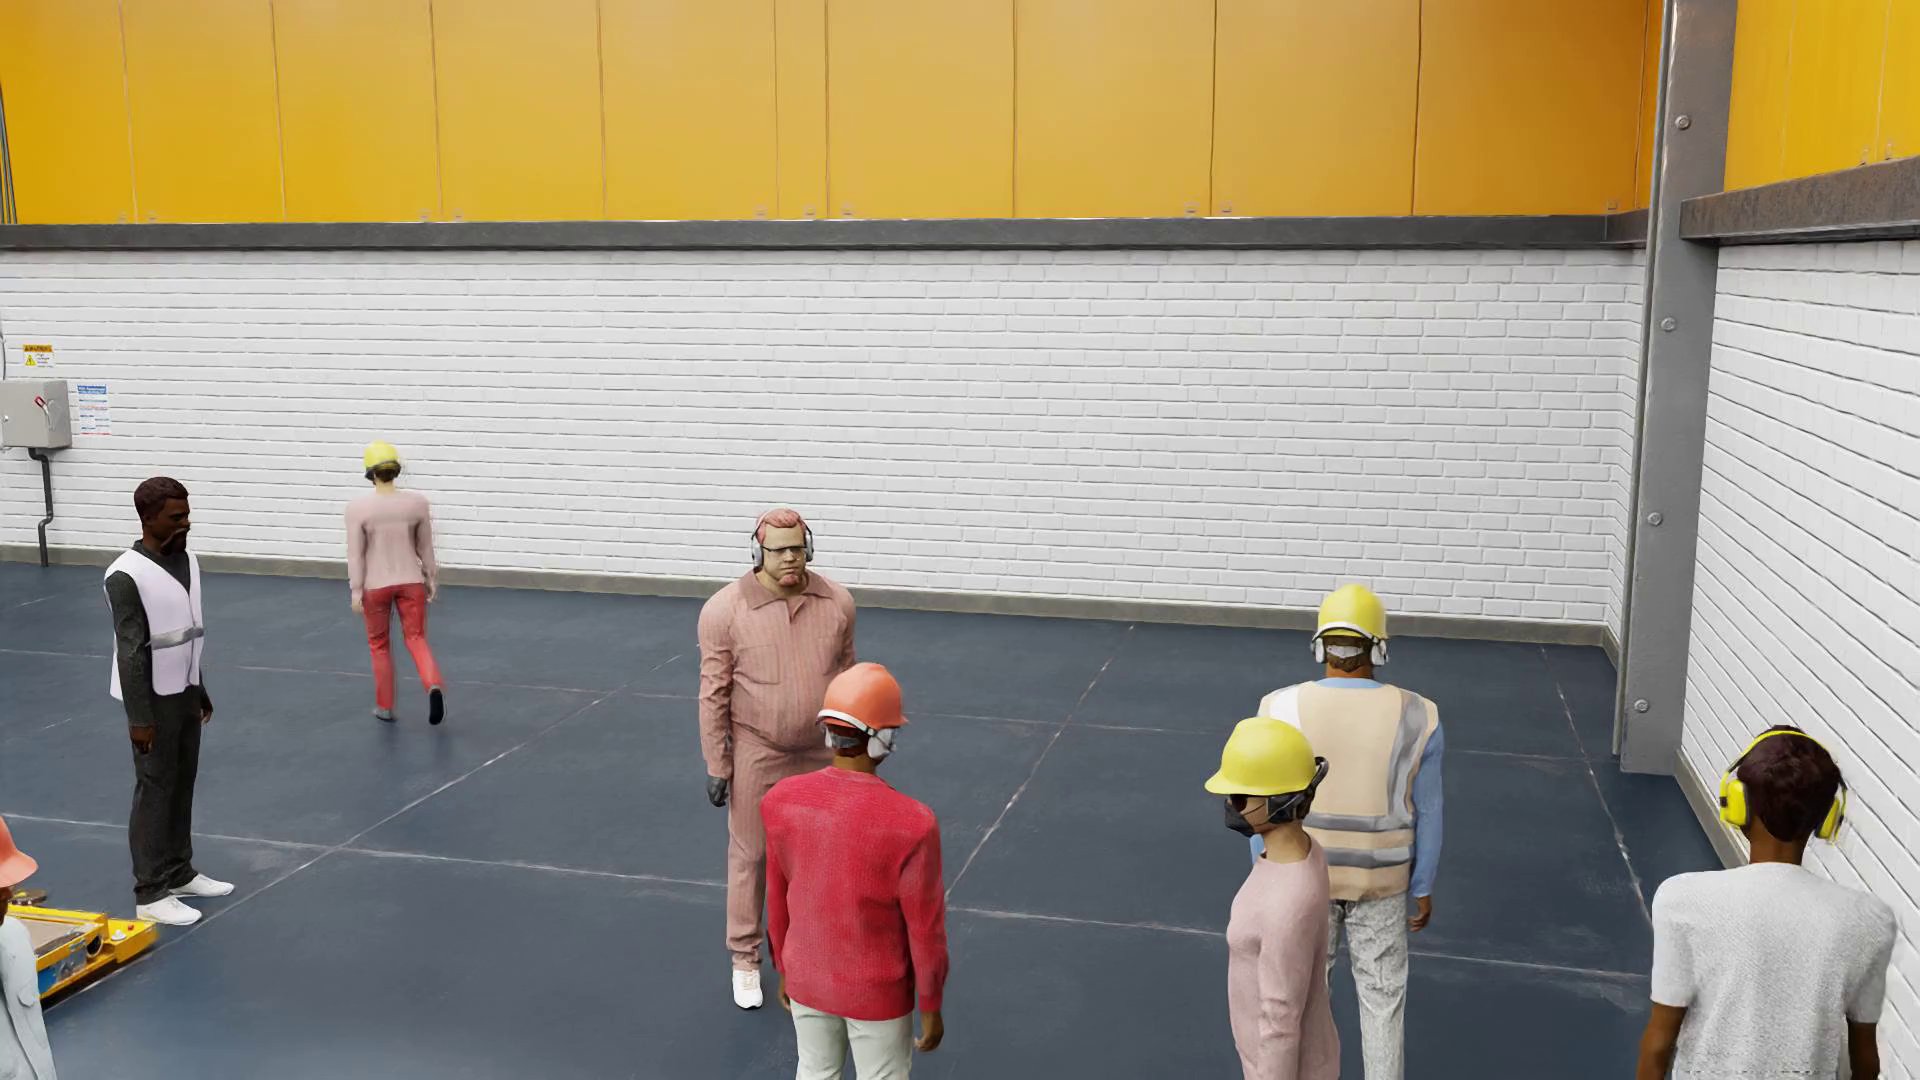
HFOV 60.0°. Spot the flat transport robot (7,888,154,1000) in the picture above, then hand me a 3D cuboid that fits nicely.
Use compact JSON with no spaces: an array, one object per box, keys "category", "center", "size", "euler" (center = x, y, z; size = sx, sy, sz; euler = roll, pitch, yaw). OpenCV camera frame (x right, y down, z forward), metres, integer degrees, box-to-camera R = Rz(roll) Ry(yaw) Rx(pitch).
[{"category":"flat transport robot","center":[-3.783,1.661,6.196],"size":[0.652,0.197,1.431],"euler":[2,10,13]}]

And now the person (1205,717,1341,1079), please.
[{"category":"person","center":[0.751,1.285,4.043],"size":[0.339,1.761,0.528],"euler":[2,10,13]}]

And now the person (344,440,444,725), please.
[{"category":"person","center":[-3.391,0.277,10.012],"size":[0.535,1.751,0.685],"euler":[-7,12,-37]}]

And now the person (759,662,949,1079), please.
[{"category":"person","center":[-0.276,1.198,4.607],"size":[0.569,1.741,0.354],"euler":[5,11,29]}]

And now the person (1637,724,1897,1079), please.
[{"category":"person","center":[1.698,1.307,3.652],"size":[0.539,1.842,0.573],"euler":[2,10,9]}]

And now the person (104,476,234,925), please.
[{"category":"person","center":[-3.432,0.676,7.160],"size":[0.370,1.915,0.597],"euler":[0,10,0]}]

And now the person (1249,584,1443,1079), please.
[{"category":"person","center":[1.210,1.046,5.265],"size":[0.591,1.819,0.404],"euler":[2,10,11]}]

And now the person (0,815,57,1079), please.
[{"category":"person","center":[-2.047,1.379,3.497],"size":[0.328,1.752,0.563],"euler":[-1,10,-4]}]

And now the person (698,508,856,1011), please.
[{"category":"person","center":[-0.661,0.819,6.345],"size":[0.653,1.906,0.405],"euler":[-5,11,-27]}]
